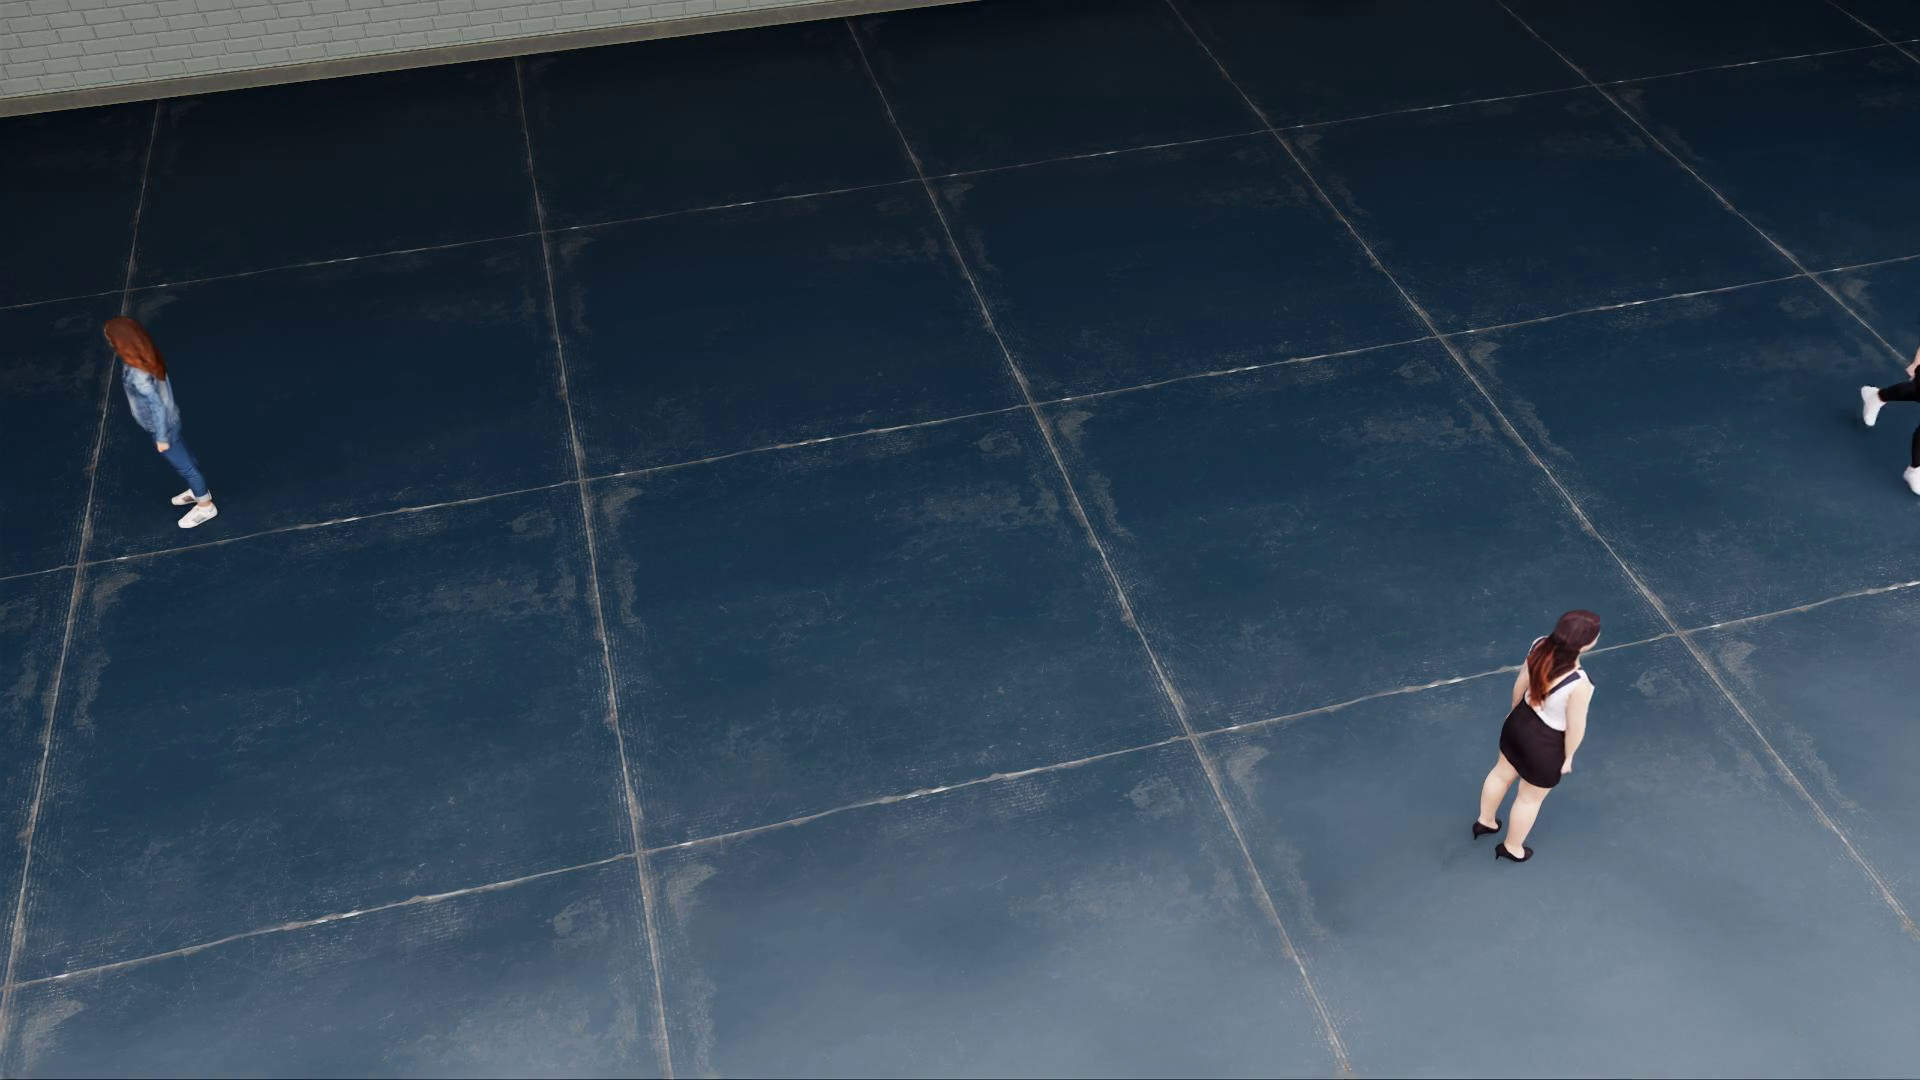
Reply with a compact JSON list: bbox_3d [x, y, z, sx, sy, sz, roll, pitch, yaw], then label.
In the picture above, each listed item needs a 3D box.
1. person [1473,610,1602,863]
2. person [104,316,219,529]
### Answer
[{"bbox_3d":[2.770,0.939,7.974,0.654,1.647,0.510,-19,46,-20],"label":"person"},{"bbox_3d":[-4.736,-0.724,9.880,0.658,1.477,0.489,-17,46,-18],"label":"person"}]
